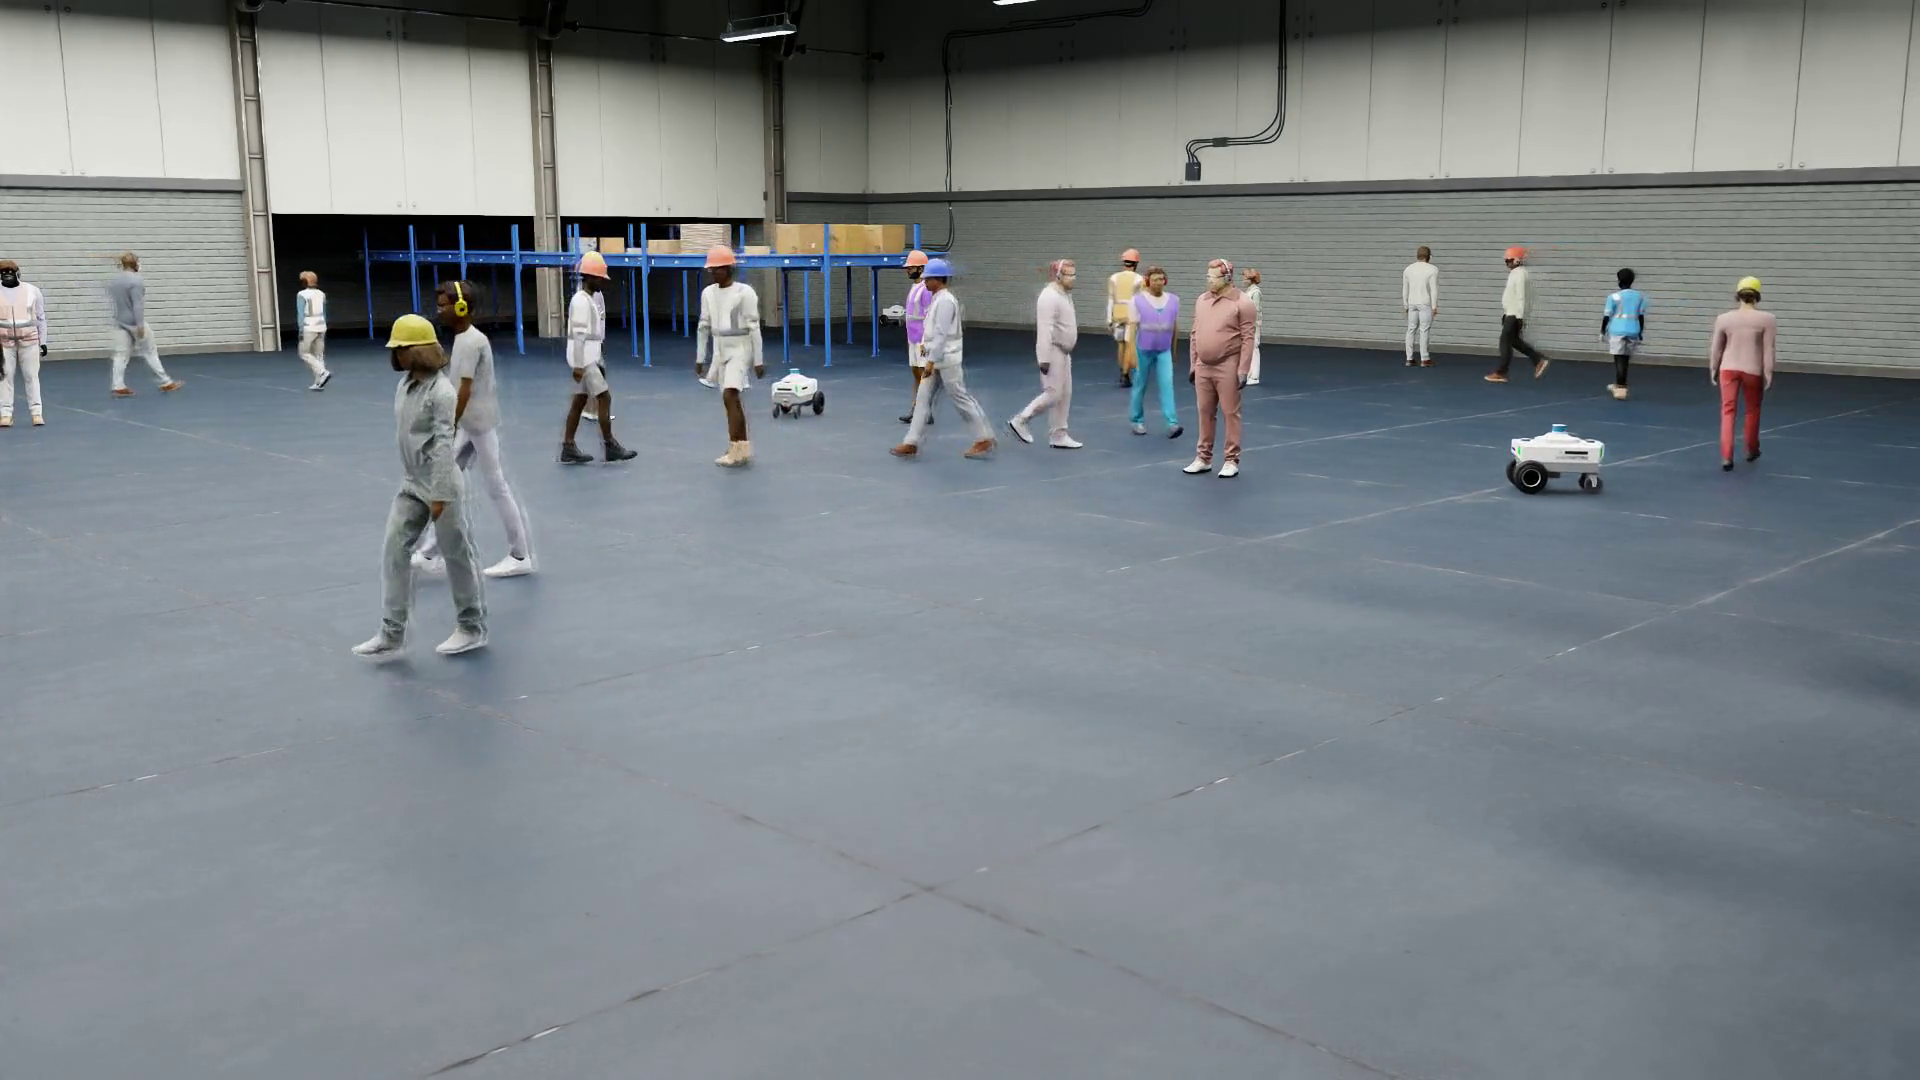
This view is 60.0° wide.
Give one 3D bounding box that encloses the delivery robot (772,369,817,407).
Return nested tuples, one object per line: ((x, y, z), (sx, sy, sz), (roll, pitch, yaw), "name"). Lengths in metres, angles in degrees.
((-1.950, -1.782, 19.660), (0.477, 0.478, 0.707), (3, 11, 15), "delivery robot")

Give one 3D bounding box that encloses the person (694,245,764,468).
((-2.158, -1.661, 15.152), (0.613, 2.010, 0.797), (8, 13, 37), "person")

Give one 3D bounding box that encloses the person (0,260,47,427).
((-10.511, -2.190, 18.512), (0.633, 1.841, 0.429), (-6, 12, -28), "person")

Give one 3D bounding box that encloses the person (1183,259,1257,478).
((2.271, -1.512, 14.657), (0.636, 1.902, 0.406), (10, 14, 43), "person")

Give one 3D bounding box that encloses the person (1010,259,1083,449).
((0.875, -1.839, 16.495), (0.599, 1.881, 0.688), (4, 11, 19), "person")

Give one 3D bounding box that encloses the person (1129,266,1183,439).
((2.044, -1.965, 17.440), (0.580, 1.781, 0.997), (-3, 11, -14), "person")

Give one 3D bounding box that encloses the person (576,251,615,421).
((-4.200, -2.337, 19.080), (0.369, 1.925, 0.594), (-5, 11, -25), "person")

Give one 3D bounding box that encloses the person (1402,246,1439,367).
((7.468, -3.791, 26.979), (0.377, 1.940, 0.629), (-9, 14, -42), "person")

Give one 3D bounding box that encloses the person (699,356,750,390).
((-3.226, -2.851, 22.770), (0.810, 1.594, 0.572), (5, 11, 25), "person")

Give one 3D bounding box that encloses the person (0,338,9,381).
((-9.282, -1.657, 15.636), (0.566, 1.826, 0.919), (-5, 12, -26), "person")

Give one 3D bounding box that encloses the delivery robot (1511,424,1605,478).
((4.989, -0.723, 13.883), (0.707, 0.478, 0.477), (2, 11, 10), "delivery robot")

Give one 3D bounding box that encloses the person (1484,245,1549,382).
((8.157, -3.294, 24.203), (0.839, 1.967, 0.623), (2, 11, 13), "person")

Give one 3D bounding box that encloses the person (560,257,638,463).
((-3.370, -1.667, 15.504), (0.853, 1.896, 0.568), (-2, 11, -11), "person")

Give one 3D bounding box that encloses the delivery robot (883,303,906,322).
((-1.472, -5.304, 38.866), (0.477, 0.478, 0.707), (-10, 14, -44), "delivery robot")

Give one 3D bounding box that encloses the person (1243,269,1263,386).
((4.131, -3.020, 23.591), (0.309, 1.640, 0.512), (-1, 10, -4), "person")

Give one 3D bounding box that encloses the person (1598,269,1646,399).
((8.603, -2.694, 21.703), (0.551, 1.664, 0.707), (-2, 11, -10), "person")

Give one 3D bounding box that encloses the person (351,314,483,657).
((-2.716, -0.248, 8.242), (0.517, 1.710, 0.762), (9, 14, 40), "person")

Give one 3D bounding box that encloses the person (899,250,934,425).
((-0.470, -2.274, 18.707), (0.355, 1.939, 0.543), (-4, 11, -22), "person")

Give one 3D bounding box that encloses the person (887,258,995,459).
((-0.146, -1.711, 15.779), (1.020, 1.904, 0.617), (-3, 11, -15), "person")

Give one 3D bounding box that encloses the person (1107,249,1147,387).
((2.402, -3.134, 23.471), (0.572, 1.904, 0.786), (5, 12, 25), "person")

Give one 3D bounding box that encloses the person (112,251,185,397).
((-10.860, -2.860, 22.029), (0.653, 1.892, 0.915), (7, 12, 33), "person")

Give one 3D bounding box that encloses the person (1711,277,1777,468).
((7.184, -1.538, 15.257), (0.555, 1.718, 0.884), (7, 13, 34), "person")

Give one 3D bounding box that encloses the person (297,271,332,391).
((-8.776, -2.838, 22.621), (0.415, 1.627, 0.531), (4, 11, 19), "person")

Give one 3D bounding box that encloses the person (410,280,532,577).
((-3.105, -0.660, 10.195), (0.936, 1.829, 0.515), (-5, 12, -27), "person")
